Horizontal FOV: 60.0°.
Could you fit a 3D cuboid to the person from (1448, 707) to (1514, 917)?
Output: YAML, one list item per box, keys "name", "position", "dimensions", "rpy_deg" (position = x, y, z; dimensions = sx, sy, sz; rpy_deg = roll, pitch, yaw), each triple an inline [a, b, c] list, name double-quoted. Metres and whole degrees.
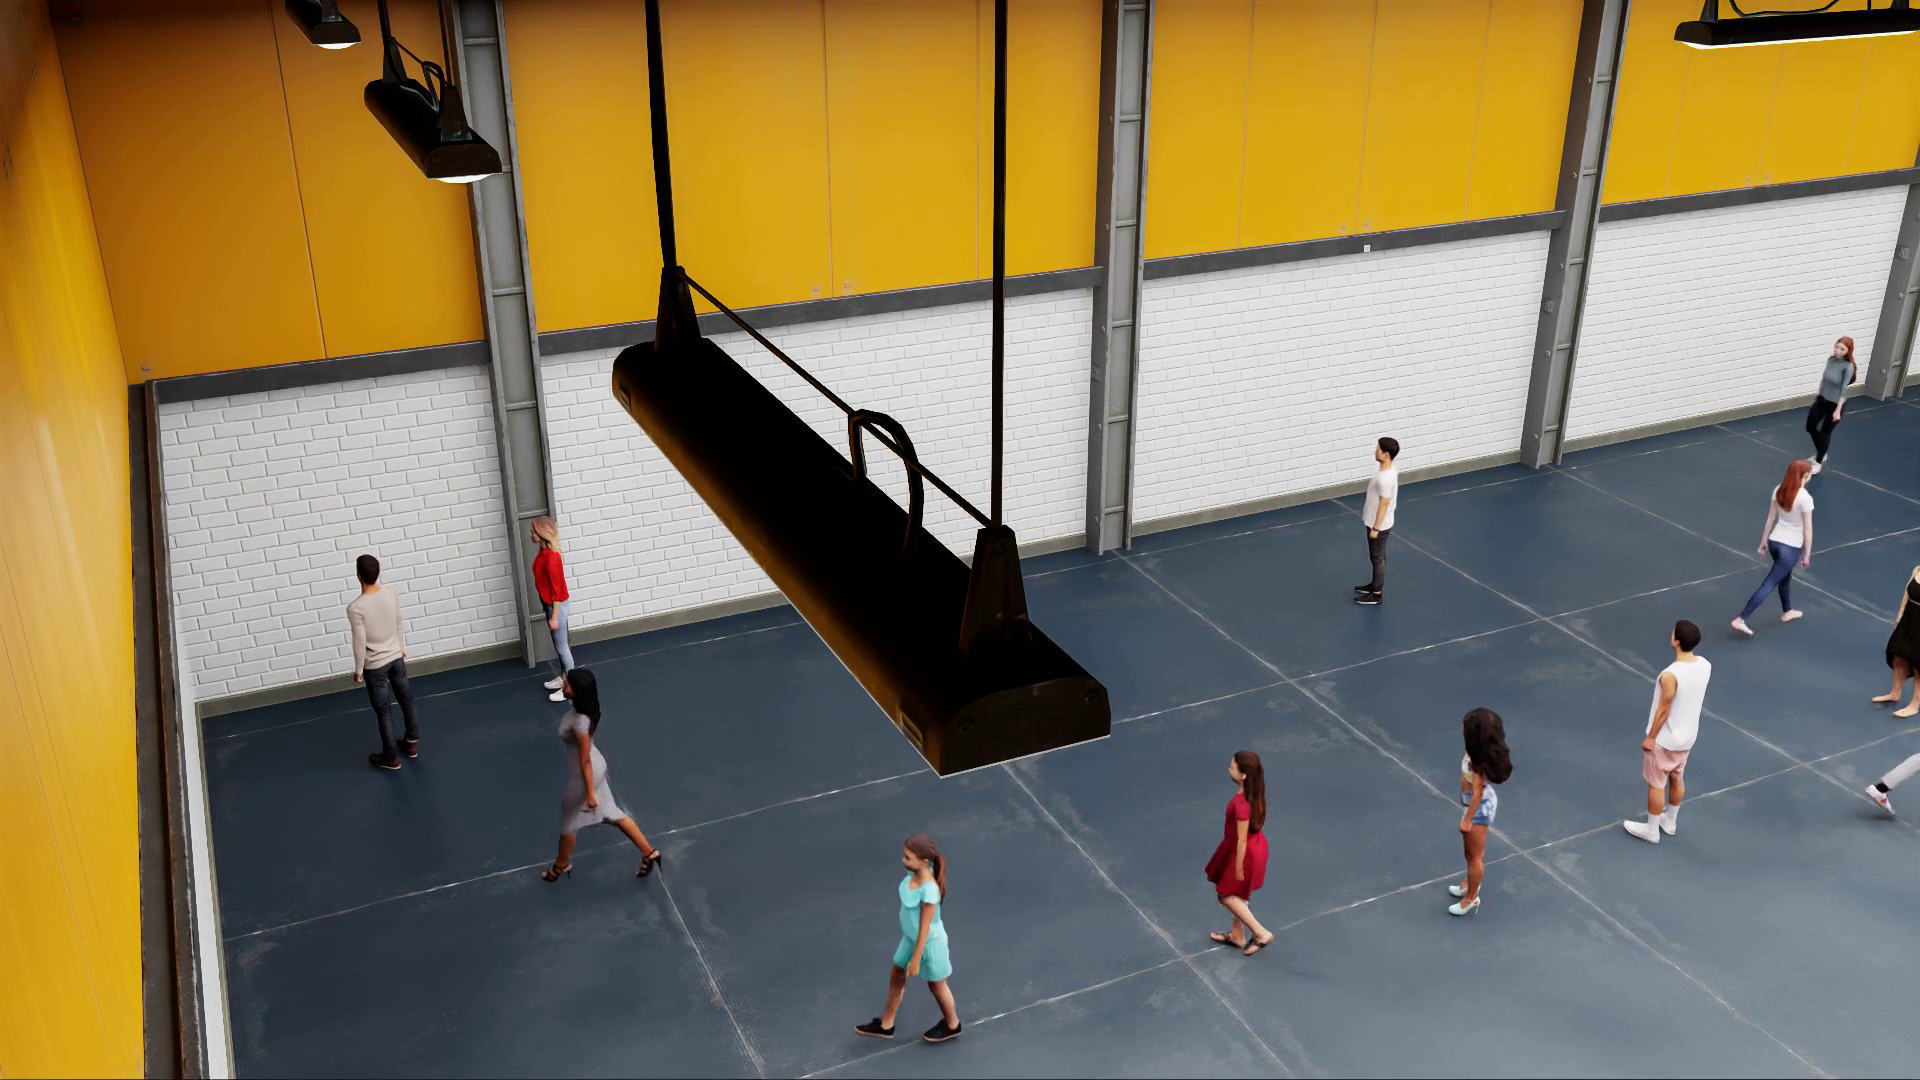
- name: "person"
  position: [3.611, 1.895, 11.637]
  dimensions: [0.740, 1.620, 0.680]
  rpy_deg: [8, 25, 18]

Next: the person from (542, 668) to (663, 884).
- name: "person"
  position: [-2.551, 1.726, 11.876]
  dimensions: [1.190, 1.738, 0.938]
  rpy_deg: [1, 24, 1]

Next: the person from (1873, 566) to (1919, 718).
- name: "person"
  position: [8.247, 0.743, 14.268]
  dimensions: [0.633, 1.624, 0.628]
  rpy_deg: [-4, 24, -10]

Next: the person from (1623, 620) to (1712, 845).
- name: "person"
  position: [5.341, 1.441, 12.468]
  dimensions: [0.506, 1.786, 0.716]
  rpy_deg: [-13, 27, -27]

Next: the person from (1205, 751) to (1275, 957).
- name: "person"
  position: [1.976, 2.125, 11.211]
  dimensions: [0.834, 1.539, 0.791]
  rpy_deg: [11, 26, 23]

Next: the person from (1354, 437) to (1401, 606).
- name: "person"
  position: [4.122, -0.207, 16.317]
  dimensions: [0.742, 1.722, 0.703]
  rpy_deg: [6, 24, 13]

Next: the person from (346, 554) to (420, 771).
- name: "person"
  position: [-4.661, 0.975, 13.431]
  dimensions: [0.805, 1.868, 0.697]
  rpy_deg: [15, 28, 30]

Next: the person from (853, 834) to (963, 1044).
- name: "person"
  position: [-0.147, 2.496, 10.369]
  dimensions: [0.955, 1.534, 0.671]
  rpy_deg: [-6, 24, -14]

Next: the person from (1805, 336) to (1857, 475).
- name: "person"
  position: [10.169, -1.565, 19.423]
  dimensions: [0.698, 1.724, 0.704]
  rpy_deg: [-2, 24, -4]

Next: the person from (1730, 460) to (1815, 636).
- name: "person"
  position: [7.665, 0.113, 15.626]
  dimensions: [1.167, 1.690, 0.594]
  rpy_deg: [-9, 25, -21]

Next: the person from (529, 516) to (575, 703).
- name: "person"
  position: [-3.538, 0.587, 14.524]
  dimensions: [0.510, 1.705, 0.621]
  rpy_deg: [-9, 25, -20]
